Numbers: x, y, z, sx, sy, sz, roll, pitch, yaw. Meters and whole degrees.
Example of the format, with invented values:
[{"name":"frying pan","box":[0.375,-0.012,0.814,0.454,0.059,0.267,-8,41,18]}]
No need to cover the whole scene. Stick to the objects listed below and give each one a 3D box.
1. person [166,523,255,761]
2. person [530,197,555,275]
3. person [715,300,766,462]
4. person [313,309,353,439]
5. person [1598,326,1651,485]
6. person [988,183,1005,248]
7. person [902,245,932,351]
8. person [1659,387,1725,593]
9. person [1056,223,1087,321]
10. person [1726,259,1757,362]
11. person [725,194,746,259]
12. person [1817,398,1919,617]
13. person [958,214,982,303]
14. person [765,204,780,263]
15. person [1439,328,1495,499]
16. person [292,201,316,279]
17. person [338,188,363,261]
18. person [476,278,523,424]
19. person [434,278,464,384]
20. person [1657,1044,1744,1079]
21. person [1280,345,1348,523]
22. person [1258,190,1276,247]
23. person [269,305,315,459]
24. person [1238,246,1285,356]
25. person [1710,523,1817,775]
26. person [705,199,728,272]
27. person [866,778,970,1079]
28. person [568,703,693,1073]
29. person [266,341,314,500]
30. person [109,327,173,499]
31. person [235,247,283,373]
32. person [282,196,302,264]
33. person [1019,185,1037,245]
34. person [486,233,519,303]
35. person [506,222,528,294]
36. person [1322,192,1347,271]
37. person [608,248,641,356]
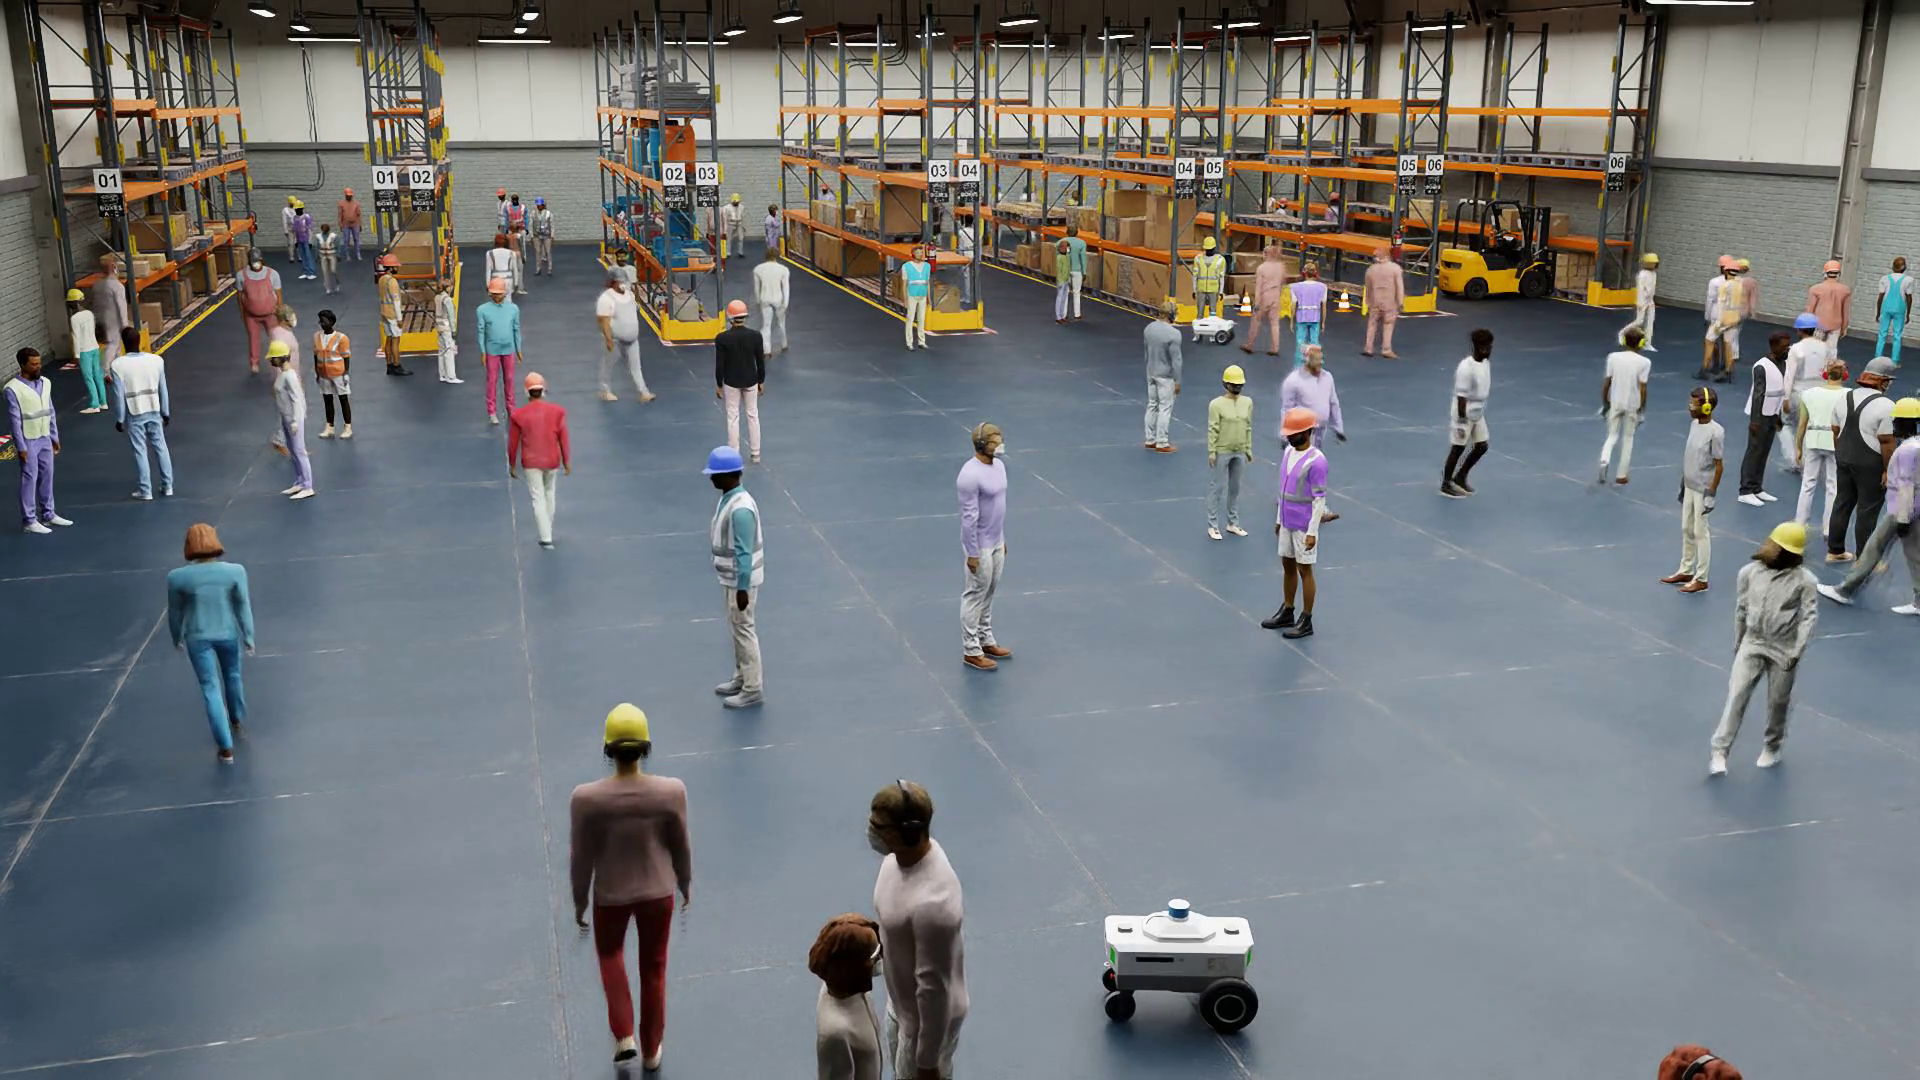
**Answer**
[{"name":"person","box":[-5.111,0.653,11.352,0.505,1.576,0.897,-9,17,-31]},{"name":"person","box":[-10.523,-7.645,41.882,0.617,1.946,0.393,-1,15,-2]},{"name":"person","box":[-2.673,-1.919,20.239,0.622,1.997,0.371,-7,16,-23]},{"name":"person","box":[-8.207,-2.167,21.749,0.532,1.697,0.320,3,15,13]},{"name":"person","box":[7.563,-1.515,18.988,0.542,1.857,0.579,13,20,40]},{"name":"person","box":[1.028,-9.699,49.733,0.618,1.876,0.955,-4,15,-14]},{"name":"person","box":[-0.771,-4.283,29.420,0.566,1.849,0.387,-9,17,-31]},{"name":"person","box":[6.636,-0.450,14.968,0.315,1.865,0.526,-1,15,-5]},{"name":"person","box":[2.229,-5.349,33.261,0.638,1.937,0.357,4,16,16]},{"name":"person","box":[13.205,-3.904,28.235,0.534,1.724,0.890,2,15,6]},{"name":"person","box":[-6.263,-8.712,46.210,0.621,1.792,0.613,-8,17,-27]},{"name":"person","box":[8.012,-0.293,14.347,0.967,1.875,0.596,13,20,41]},{"name":"person","box":[0.218,-6.143,36.288,0.596,1.917,0.372,-9,17,-30]},{"name":"person","box":[-4.421,-6.992,39.444,0.372,1.940,0.631,1,15,5]},{"name":"person","box":[5.611,-1.387,18.362,0.631,1.925,0.571,-14,20,-42]},{"name":"person","box":[-16.197,-7.390,40.979,0.583,1.919,0.391,8,17,29]},{"name":"person","box":[-16.686,-8.635,45.542,0.612,1.986,0.406,-8,17,-28]},{"name":"person","box":[-6.293,-2.595,22.800,0.612,1.990,0.392,-10,18,-33]},{"name":"person","box":[-8.025,-3.268,26.002,0.314,1.638,0.520,-13,20,-40]},{"name":"person","box":[1.948,2.277,4.673,0.362,1.883,0.576,8,17,29]},{"name":"person","box":[3.734,-1.139,17.576,0.655,1.853,0.988,-10,18,-34]},{"name":"person","box":[8.791,-9.208,47.805,0.384,1.924,0.594,-14,20,-42]},{"name":"person","box":[-8.266,-1.924,20.456,0.432,1.907,0.669,-4,15,-14]},{"name":"person","box":[5.272,-4.158,28.901,0.680,1.864,0.917,-8,17,-28]},{"name":"person","box":[5.260,0.729,10.844,0.508,1.694,0.742,10,18,34]},{"name":"person","box":[-6.265,-7.878,42.673,0.625,1.990,0.394,7,16,23]},{"name":"person","box":[-0.157,1.813,6.334,0.377,1.931,0.643,-3,15,-13]},{"name":"person","box":[-1.480,1.581,7.543,0.551,1.752,0.369,-4,15,-13]},{"name":"person","box":[-7.463,-1.332,18.482,0.329,1.765,0.533,-10,18,-33]},{"name":"person","box":[-9.070,-1.406,18.466,0.370,1.915,0.597,11,19,36]},{"name":"person","box":[-11.354,-3.739,27.006,0.686,2.000,0.535,-5,16,-19]},{"name":"person","box":[-17.914,-8.353,44.801,0.415,1.822,0.605,14,20,41]},{"name":"person","box":[2.101,-9.883,50.587,0.637,1.815,0.870,-10,18,-34]},{"name":"person","box":[-8.750,-4.925,31.803,0.618,1.856,0.791,-5,16,-17]},{"name":"person","box":[-10.096,-6.411,37.849,0.514,1.634,0.309,9,17,31]},{"name":"person","box":[9.632,-7.887,42.663,0.615,2.026,0.691,-8,17,-27]},{"name":"person","box":[-5.828,-4.129,28.834,0.569,1.854,0.419,-3,15,-12]}]
